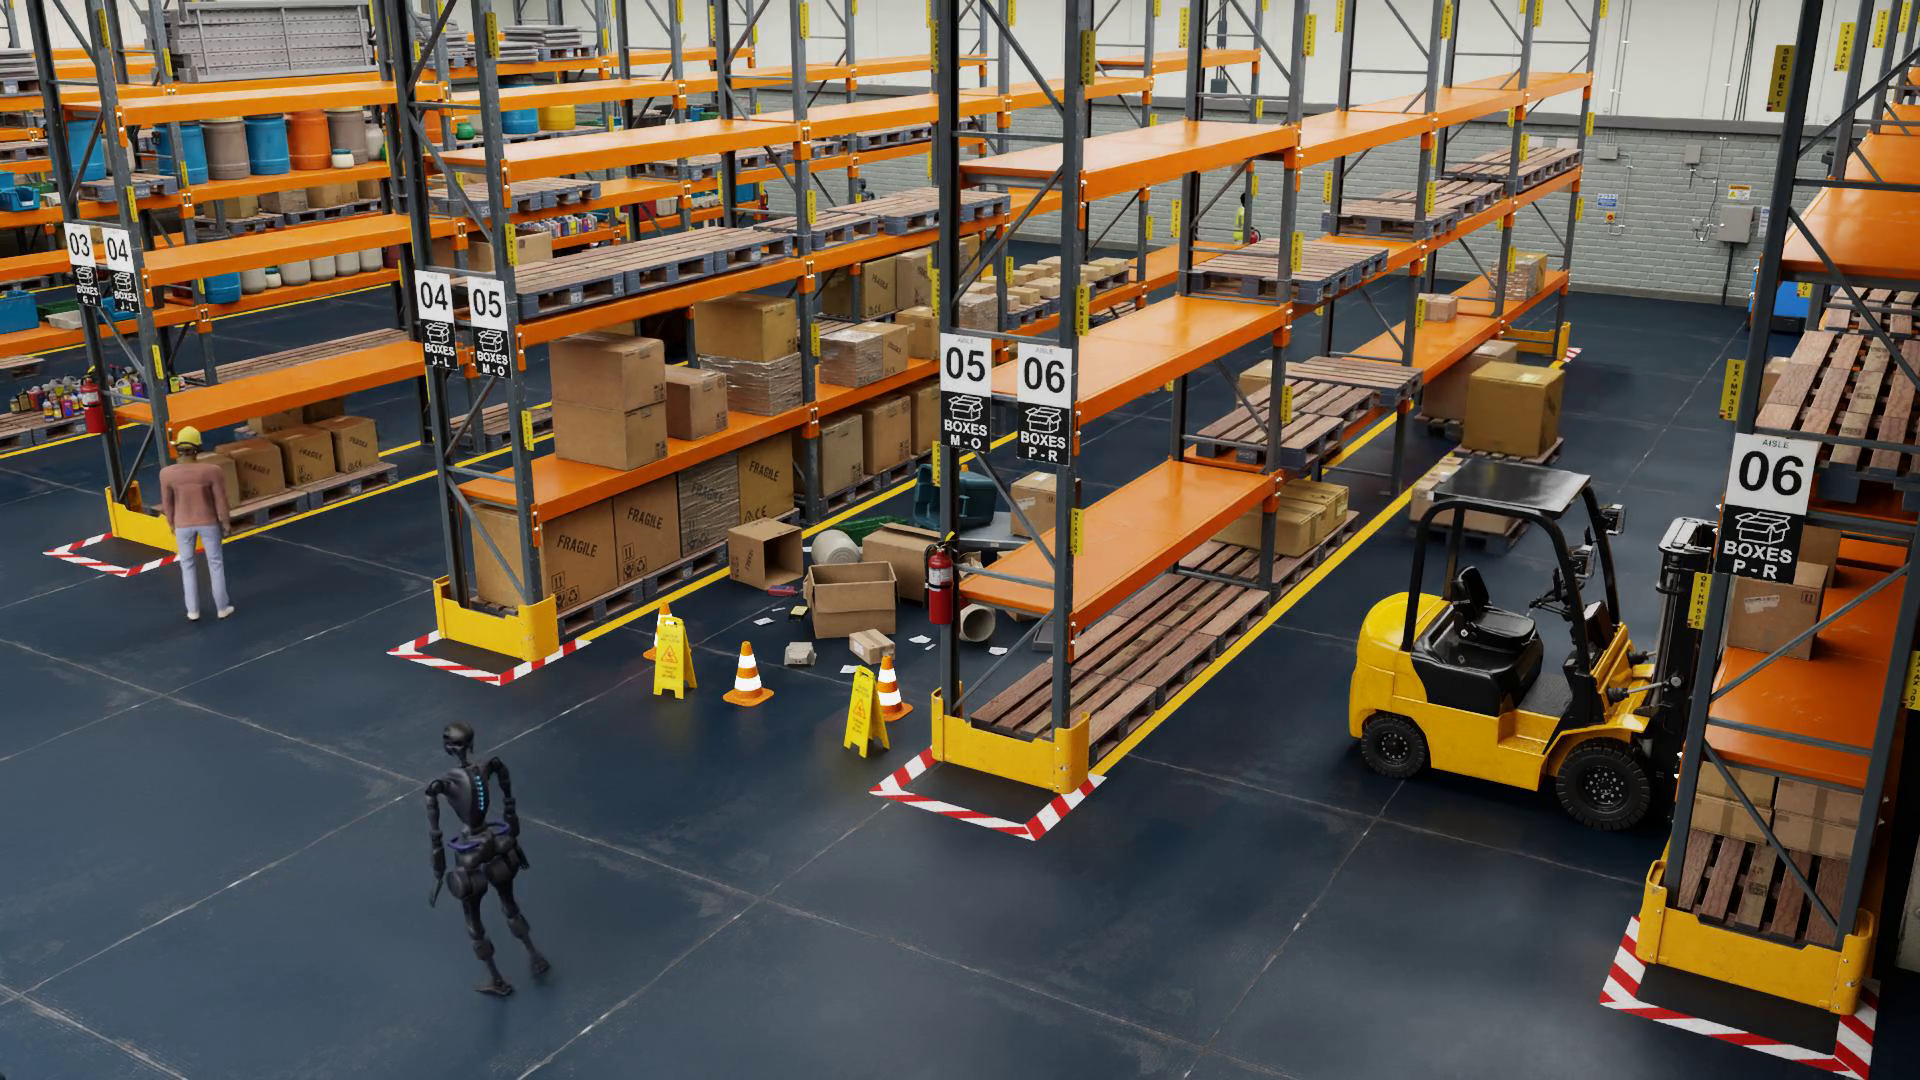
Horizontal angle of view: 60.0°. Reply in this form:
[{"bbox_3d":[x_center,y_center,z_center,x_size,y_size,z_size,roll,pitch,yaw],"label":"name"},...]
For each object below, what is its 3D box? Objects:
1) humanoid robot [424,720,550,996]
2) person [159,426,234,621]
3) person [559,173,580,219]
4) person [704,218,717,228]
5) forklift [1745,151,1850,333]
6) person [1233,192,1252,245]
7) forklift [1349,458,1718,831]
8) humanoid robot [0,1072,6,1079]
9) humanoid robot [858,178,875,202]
[{"bbox_3d":[-2.675,1.787,9.320,0.417,1.638,0.641,15,24,37],"label":"humanoid robot"},{"bbox_3d":[-6.741,-0.140,14.744,0.541,1.756,0.359,-6,20,-17],"label":"person"},{"bbox_3d":[-8.330,-7.285,35.413,0.976,1.744,0.480,8,21,21],"label":"person"},{"bbox_3d":[-5.238,-7.063,34.868,0.491,1.688,0.349,-6,20,-18],"label":"person"},{"bbox_3d":[13.620,-4.667,26.137,1.873,2.768,1.129,11,22,29],"label":"forklift"},{"bbox_3d":[5.159,-5.510,30.371,0.319,1.687,0.537,-1,19,-3],"label":"person"},{"bbox_3d":[3.988,0.658,11.776,2.313,2.155,1.214,11,22,29],"label":"forklift"},{"bbox_3d":[-4.028,2.631,6.908,0.616,1.629,0.747,13,23,32],"label":"humanoid robot"},{"bbox_3d":[-1.899,-6.290,32.664,0.596,1.645,0.527,-10,21,-27],"label":"humanoid robot"}]
